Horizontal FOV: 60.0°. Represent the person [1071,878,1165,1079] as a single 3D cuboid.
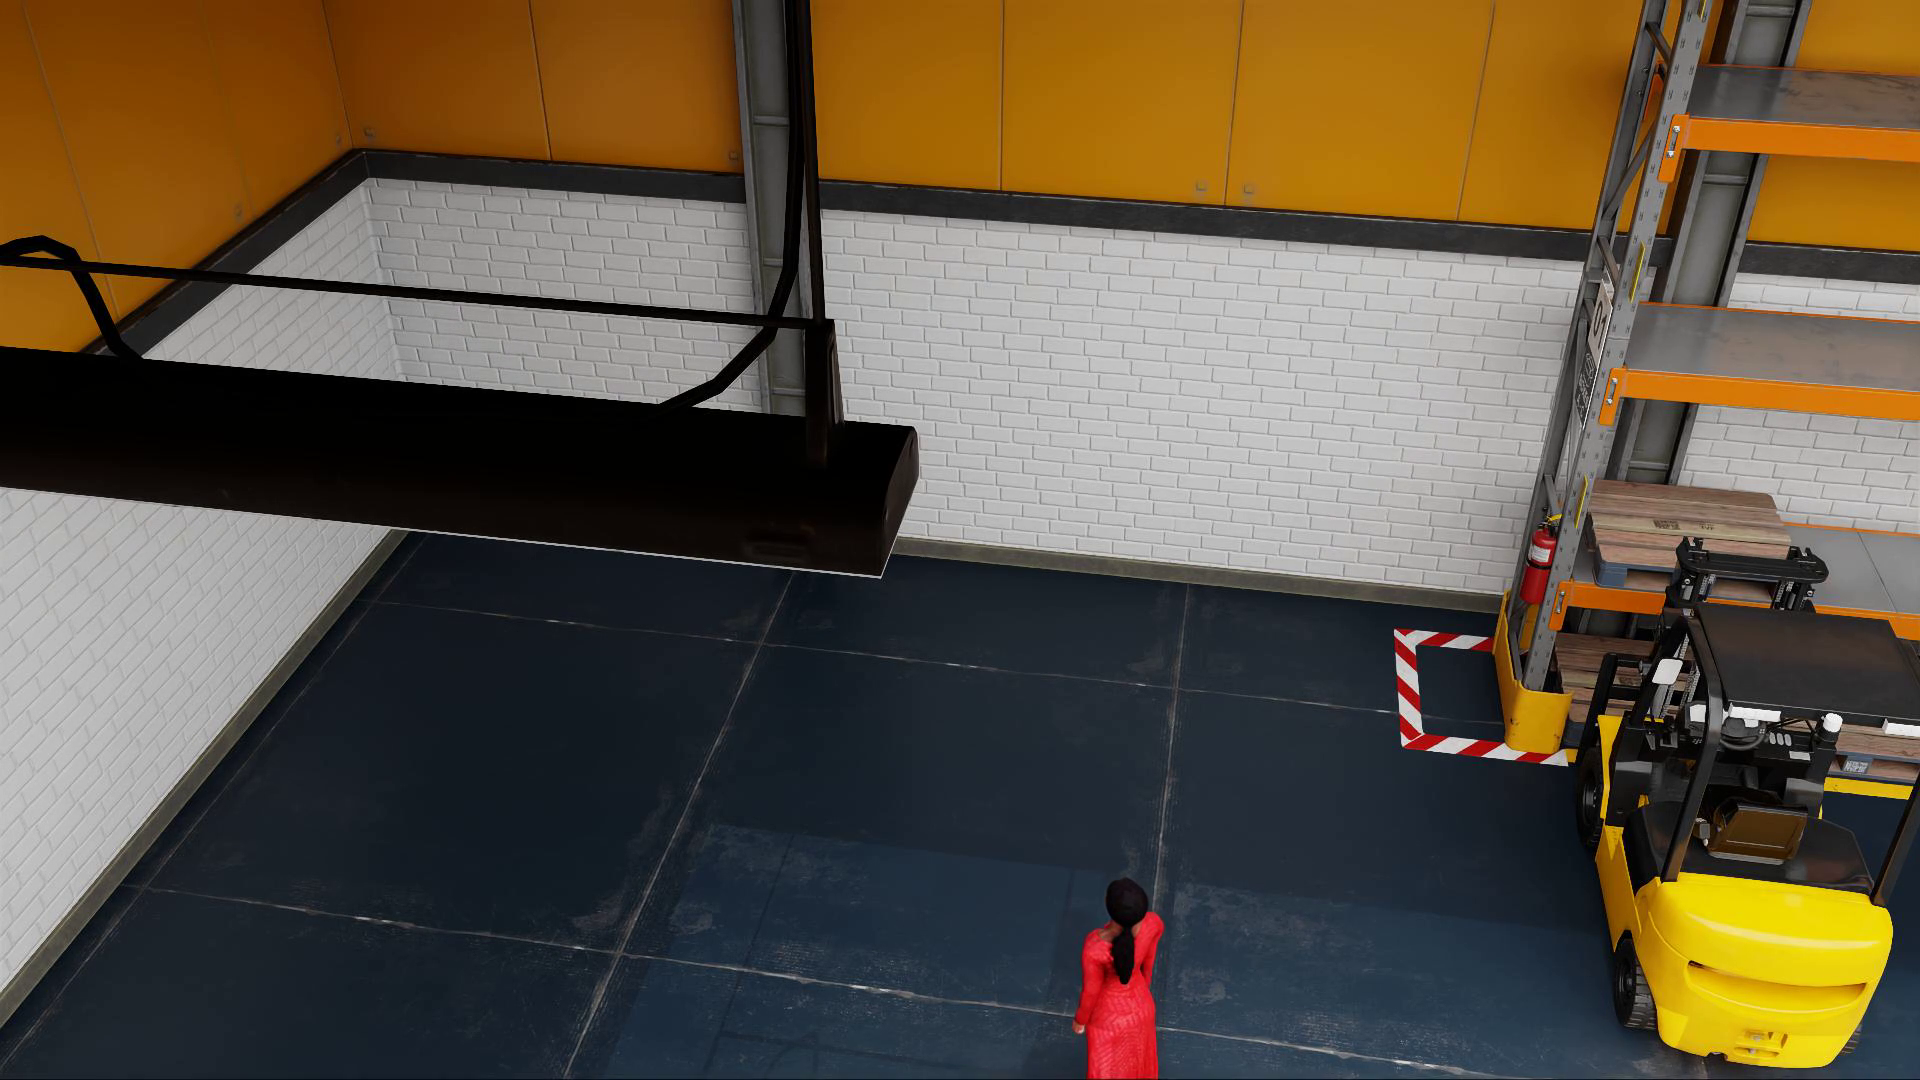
[{"bbox_3d":[0.771,2.315,8.090,0.730,1.783,0.792,-21,39,-28],"label":"person"}]
